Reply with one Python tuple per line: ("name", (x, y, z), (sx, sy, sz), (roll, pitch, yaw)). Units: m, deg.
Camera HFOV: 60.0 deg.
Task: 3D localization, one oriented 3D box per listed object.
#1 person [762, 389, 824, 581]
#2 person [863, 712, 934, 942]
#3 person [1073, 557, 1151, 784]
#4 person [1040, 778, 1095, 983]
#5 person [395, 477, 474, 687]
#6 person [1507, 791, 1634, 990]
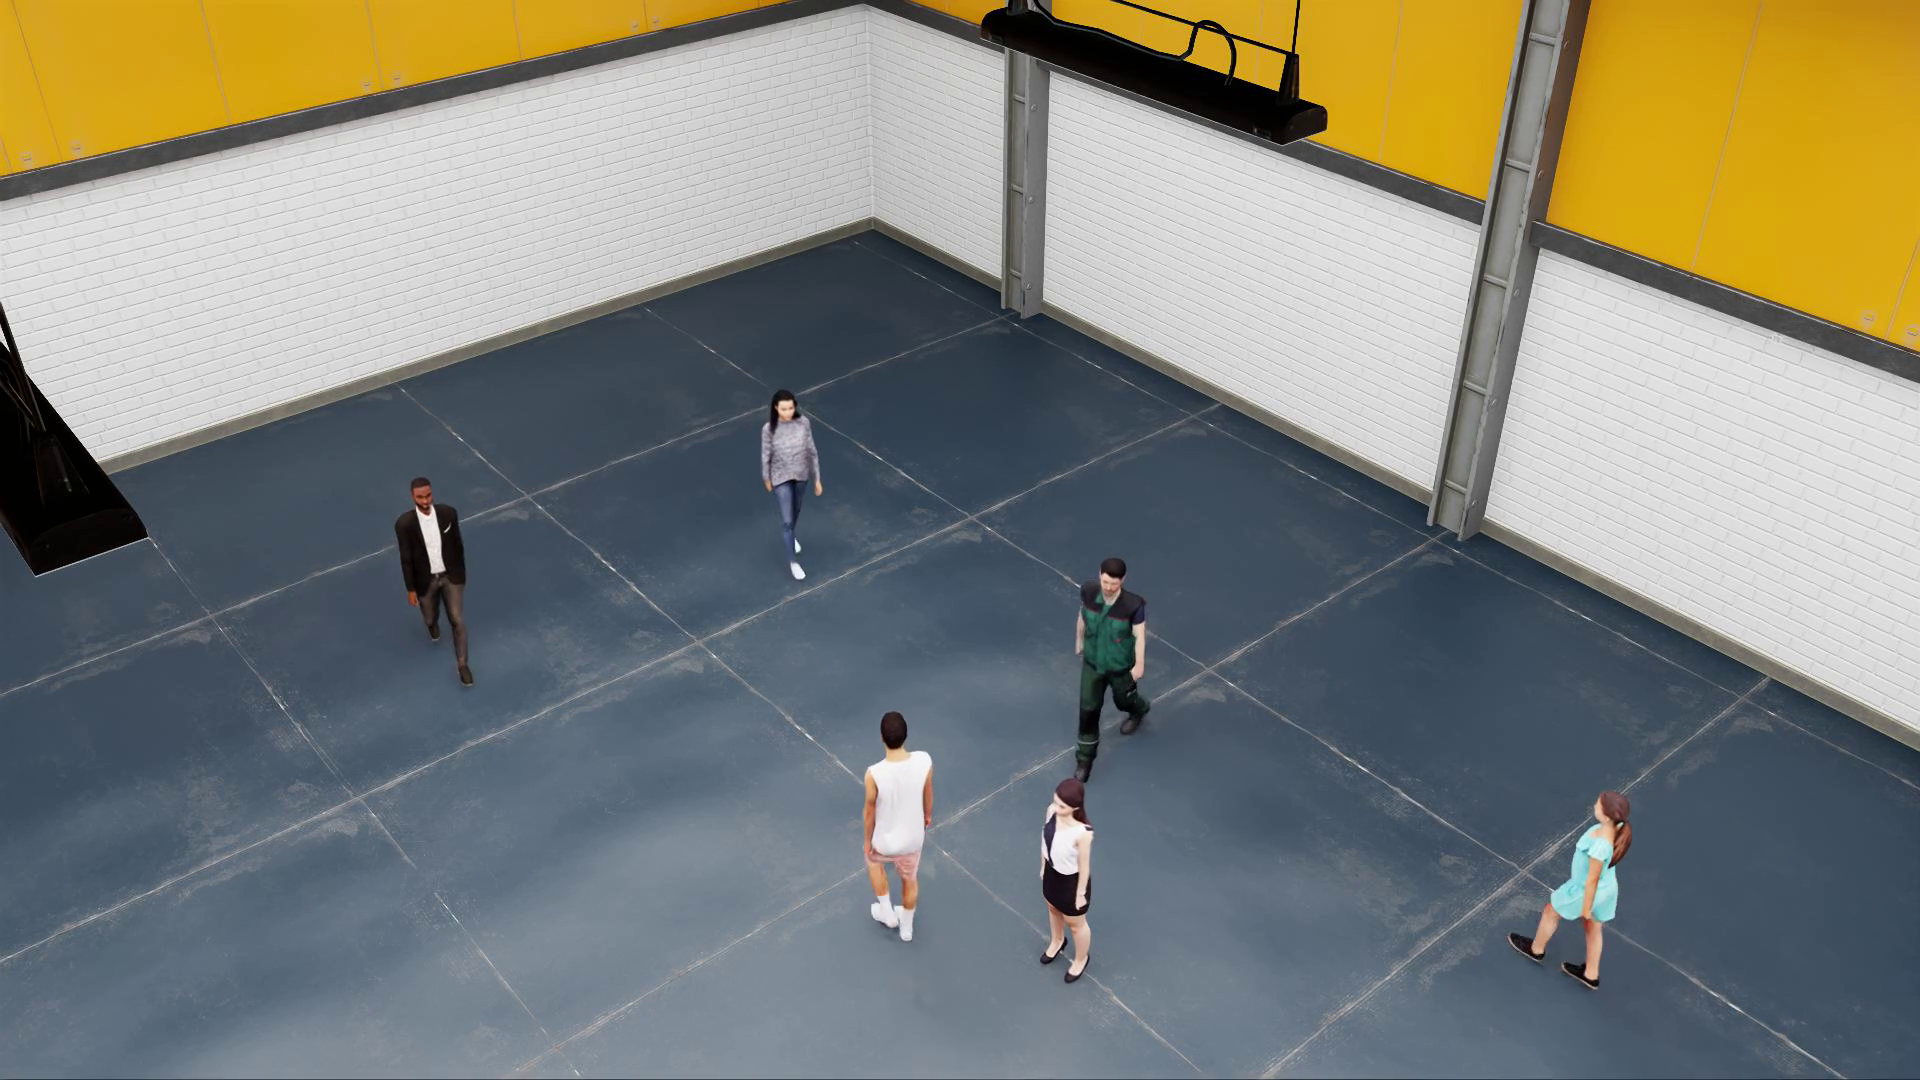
("person", (-1.507, -0.593, 14.562), (0.796, 1.695, 1.102), (-15, 36, -21))
("person", (-0.383, 1.923, 10.706), (0.763, 1.773, 0.767), (-13, 36, -19))
("person", (1.155, 0.838, 12.261), (1.269, 1.859, 1.107), (18, 37, 24))
("person", (0.676, 2.138, 10.497), (0.596, 1.647, 0.448), (-25, 41, -32))
("person", (-4.175, 0.272, 13.183), (0.814, 1.780, 1.121), (-17, 37, -24))
("person", (4.038, 2.226, 10.464), (0.540, 1.536, 0.819), (-24, 40, -31))
